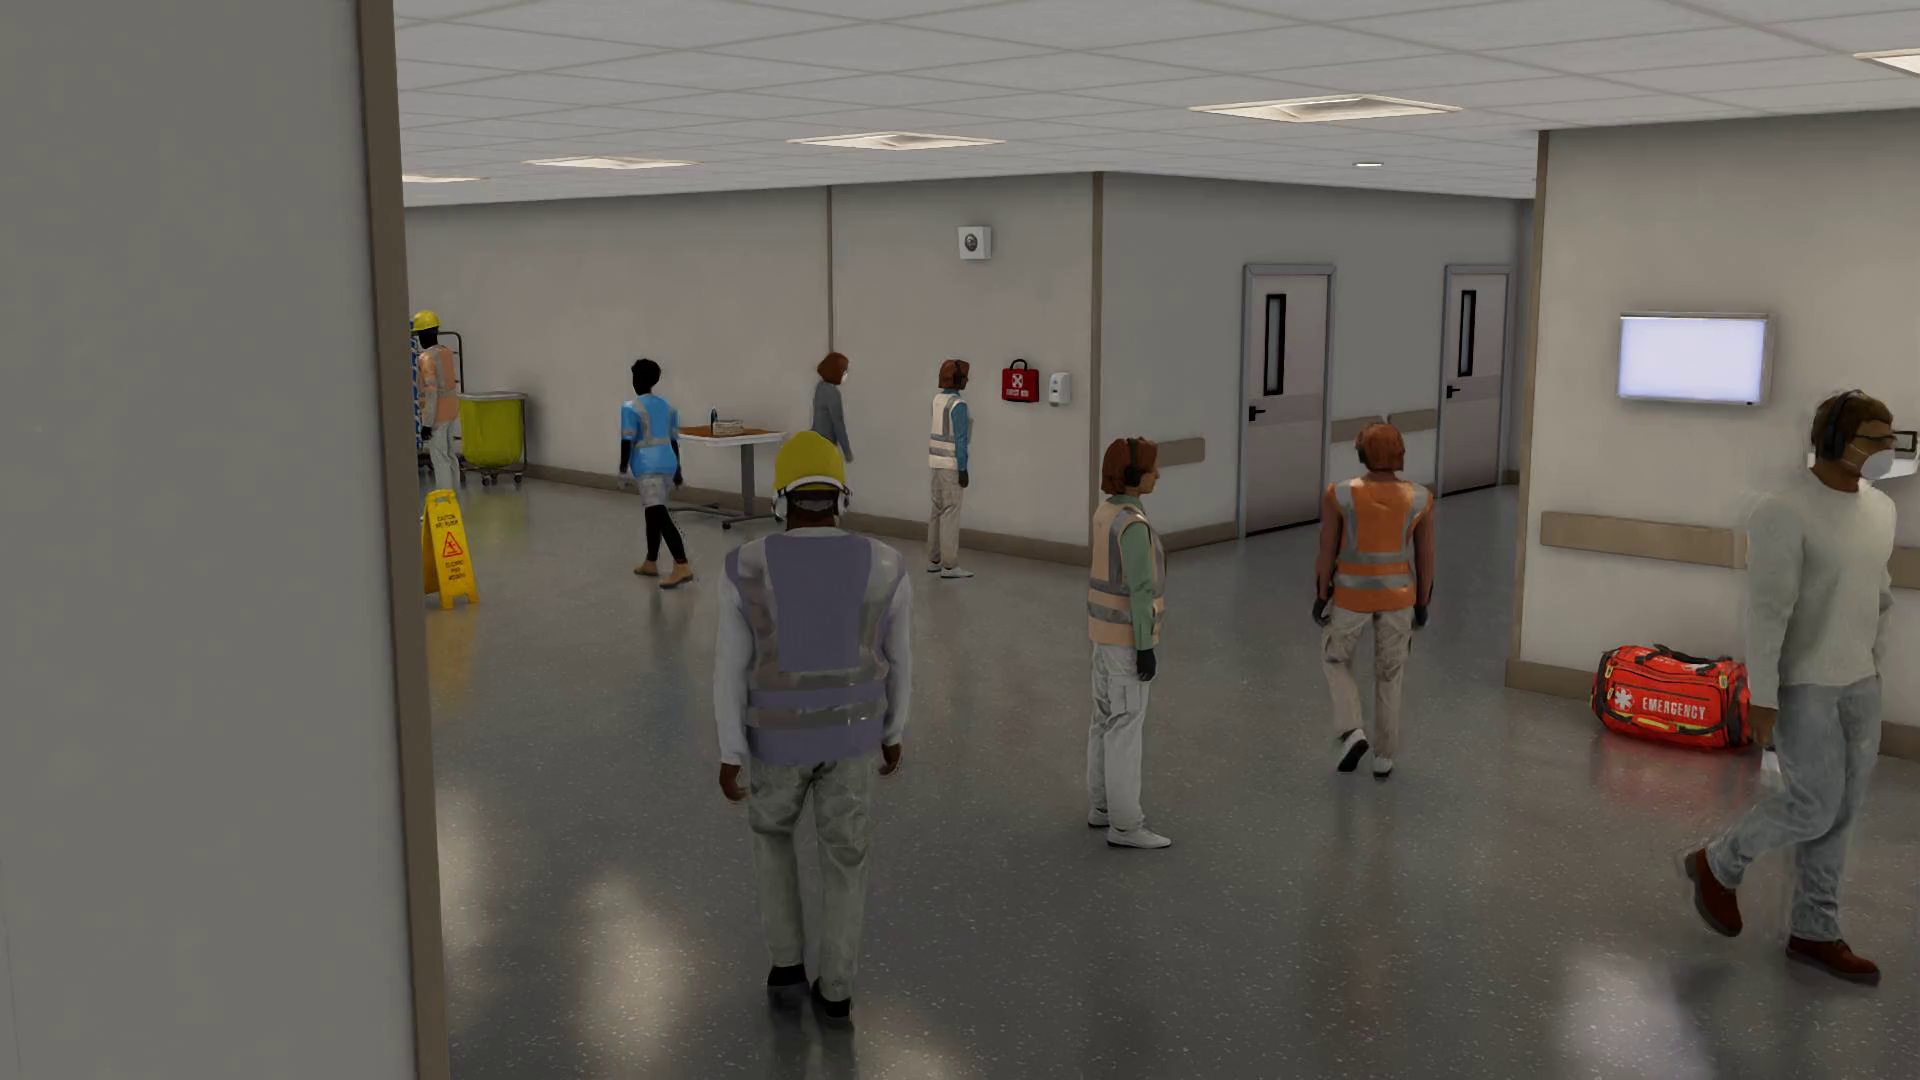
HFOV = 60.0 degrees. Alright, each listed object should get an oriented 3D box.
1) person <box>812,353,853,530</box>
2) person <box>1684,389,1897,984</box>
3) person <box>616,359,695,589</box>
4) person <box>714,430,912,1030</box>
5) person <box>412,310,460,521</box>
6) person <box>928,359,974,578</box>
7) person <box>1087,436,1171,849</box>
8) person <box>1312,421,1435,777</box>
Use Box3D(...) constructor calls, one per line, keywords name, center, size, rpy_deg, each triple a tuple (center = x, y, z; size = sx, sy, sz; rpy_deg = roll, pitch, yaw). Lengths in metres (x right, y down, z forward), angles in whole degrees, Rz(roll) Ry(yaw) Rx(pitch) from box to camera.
Box3D(name="person", center=(-1.100, -0.782, 14.076), size=(0.357, 1.601, 0.511), rpy_deg=(-3, 10, -20))
Box3D(name="person", center=(2.763, 0.464, 5.424), size=(0.642, 1.922, 0.525), rpy_deg=(-5, 11, -28))
Box3D(name="person", center=(-2.187, -0.494, 12.183), size=(0.773, 1.648, 0.559), rpy_deg=(5, 10, 28))
Box3D(name="person", center=(-0.450, 0.572, 5.084), size=(0.610, 1.811, 0.515), rpy_deg=(-2, 9, -12))
Box3D(name="person", center=(-4.787, -1.126, 15.180), size=(0.383, 1.923, 0.588), rpy_deg=(0, 9, 3))
Box3D(name="person", center=(-0.074, -0.534, 12.452), size=(0.318, 1.630, 0.514), rpy_deg=(-4, 10, -22))
Box3D(name="person", center=(0.662, 0.405, 6.656), size=(0.309, 1.641, 0.515), rpy_deg=(-2, 9, -12))
Box3D(name="person", center=(1.848, 0.280, 7.430), size=(0.536, 1.626, 0.401), rpy_deg=(1, 9, 5))
